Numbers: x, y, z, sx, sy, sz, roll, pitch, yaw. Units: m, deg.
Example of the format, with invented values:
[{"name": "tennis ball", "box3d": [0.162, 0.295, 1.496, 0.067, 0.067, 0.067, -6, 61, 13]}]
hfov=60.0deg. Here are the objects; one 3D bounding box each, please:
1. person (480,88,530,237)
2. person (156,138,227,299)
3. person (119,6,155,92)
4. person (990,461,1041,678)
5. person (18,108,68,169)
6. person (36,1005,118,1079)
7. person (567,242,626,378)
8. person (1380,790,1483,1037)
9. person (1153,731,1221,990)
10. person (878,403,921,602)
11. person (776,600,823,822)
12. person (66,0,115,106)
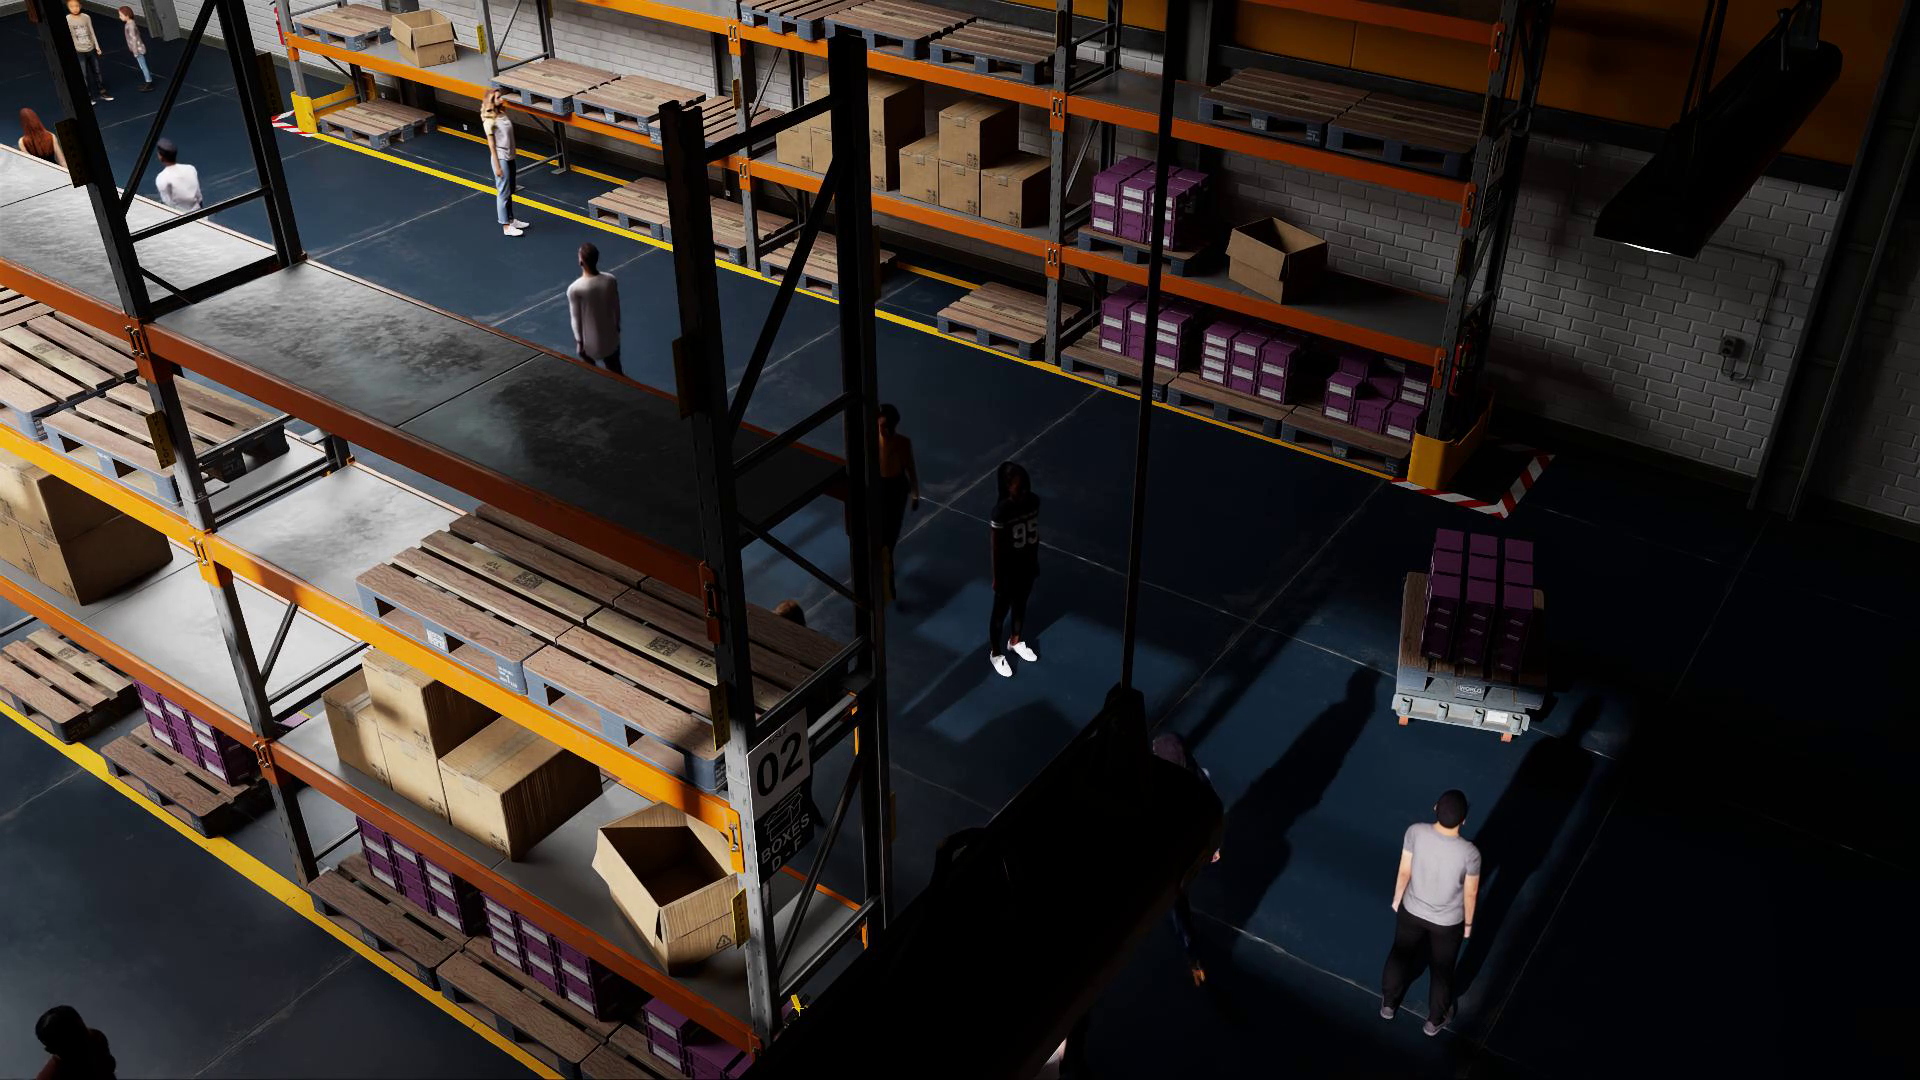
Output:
[{"name": "person", "box3d": [-5.304, -4.388, 19.275, 0.716, 1.723, 0.709, 3, 34, 4]}, {"name": "person", "box3d": [-8.143, -3.345, 17.648, 0.942, 1.787, 0.643, 20, 39, 27]}, {"name": "person", "box3d": [-11.717, -7.011, 23.698, 0.603, 1.195, 0.516, -15, 37, -22]}, {"name": "person", "box3d": [0.407, 0.198, 12.371, 0.662, 1.728, 0.639, -25, 41, -33]}, {"name": "person", "box3d": [-10.240, -4.012, 18.707, 0.627, 1.725, 0.590, -26, 41, -33]}, {"name": "person", "box3d": [-4.390, 2.932, 8.261, 1.154, 1.726, 0.883, 9, 35, 13]}, {"name": "person", "box3d": [-3.287, -1.846, 15.383, 0.931, 1.797, 1.245, -23, 40, -31]}, {"name": "person", "box3d": [2.694, 2.106, 9.477, 0.489, 1.754, 0.683, 19, 38, 26]}, {"name": "person", "box3d": [1.305, 1.916, 9.856, 1.133, 1.650, 1.290, -8, 34, -12]}, {"name": "person", "box3d": [-0.583, -0.389, 13.337, 0.880, 1.636, 0.960, -9, 35, -13]}, {"name": "person", "box3d": [-1.073, 1.150, 10.836, 0.682, 1.842, 0.676, -19, 38, -26]}, {"name": "person", "box3d": [-12.229, -6.857, 23.222, 0.532, 1.465, 0.572, 26, 42, 33]}]
